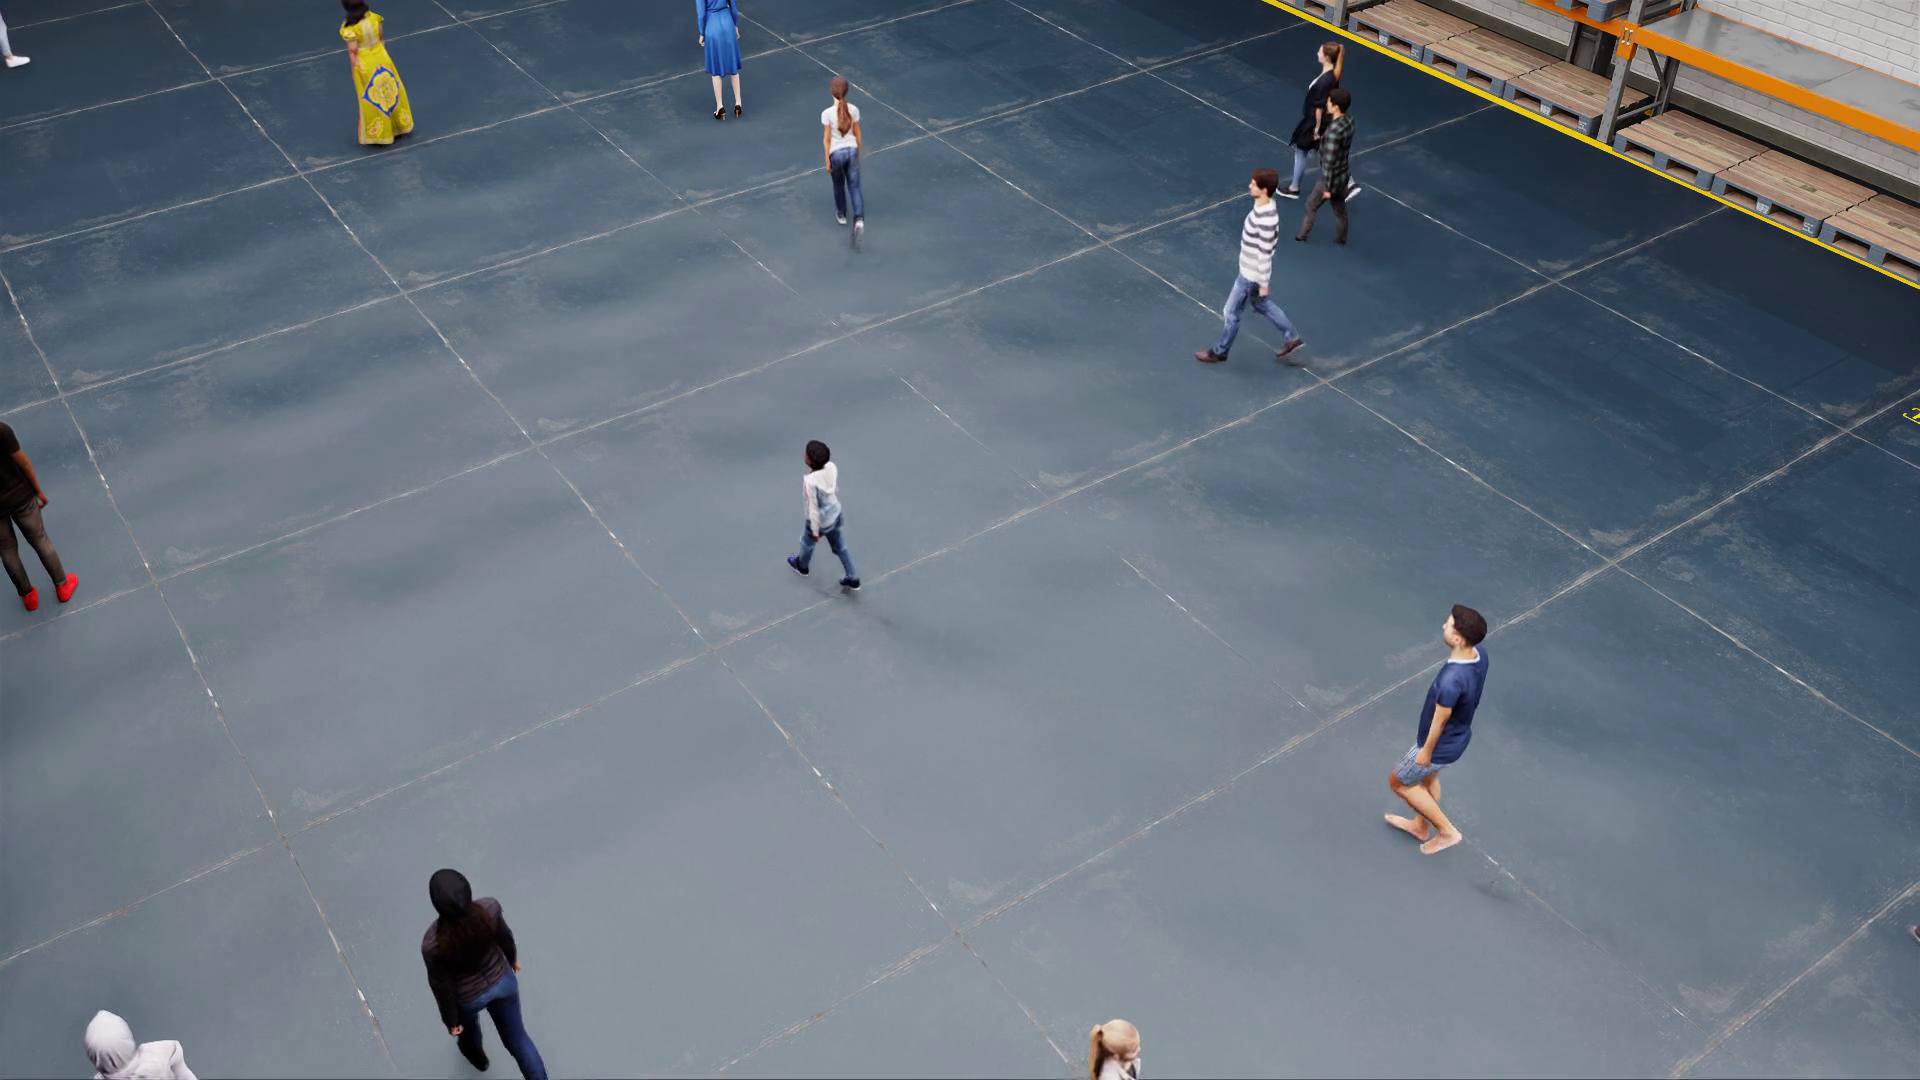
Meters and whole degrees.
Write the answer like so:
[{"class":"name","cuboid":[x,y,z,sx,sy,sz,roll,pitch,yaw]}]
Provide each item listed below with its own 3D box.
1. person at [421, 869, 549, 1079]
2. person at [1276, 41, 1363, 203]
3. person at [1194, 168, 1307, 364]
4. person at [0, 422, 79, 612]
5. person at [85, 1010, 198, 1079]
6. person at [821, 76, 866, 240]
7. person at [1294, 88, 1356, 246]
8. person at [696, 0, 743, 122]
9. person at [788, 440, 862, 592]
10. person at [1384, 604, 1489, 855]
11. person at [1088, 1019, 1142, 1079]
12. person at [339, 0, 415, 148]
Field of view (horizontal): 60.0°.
[{"class":"person","cuboid":[-2.343,2.321,8.322,0.738,1.707,1.204,-29,47,-31]},{"class":"person","cuboid":[3.632,-4.059,16.352,1.171,1.657,0.933,19,43,23]},{"class":"person","cuboid":[2.573,-2.259,13.971,1.208,1.815,1.183,5,39,6]},{"class":"person","cuboid":[-6.624,-0.286,11.508,0.681,1.806,0.589,-16,41,-19]},{"class":"person","cuboid":[-3.668,2.782,7.691,0.610,1.775,0.655,29,47,31]},{"class":"person","cuboid":[-1.095,-3.642,15.925,0.765,1.537,1.077,-9,40,-12]},{"class":"person","cuboid":[3.615,-3.449,15.816,0.988,1.693,0.864,26,45,29]},{"class":"person","cuboid":[-2.593,-5.422,17.924,0.653,1.824,0.636,-15,41,-18]},{"class":"person","cuboid":[-0.926,-0.148,11.791,0.927,1.236,0.640,28,46,31]},{"class":"person","cuboid":[2.868,1.166,9.665,0.834,1.836,0.760,23,44,27]},{"class":"person","cuboid":[0.688,2.770,8.116,0.807,1.264,0.716,12,40,15]},{"class":"person","cuboid":[-6.197,-4.973,17.495,0.956,1.659,0.976,21,43,24]}]
